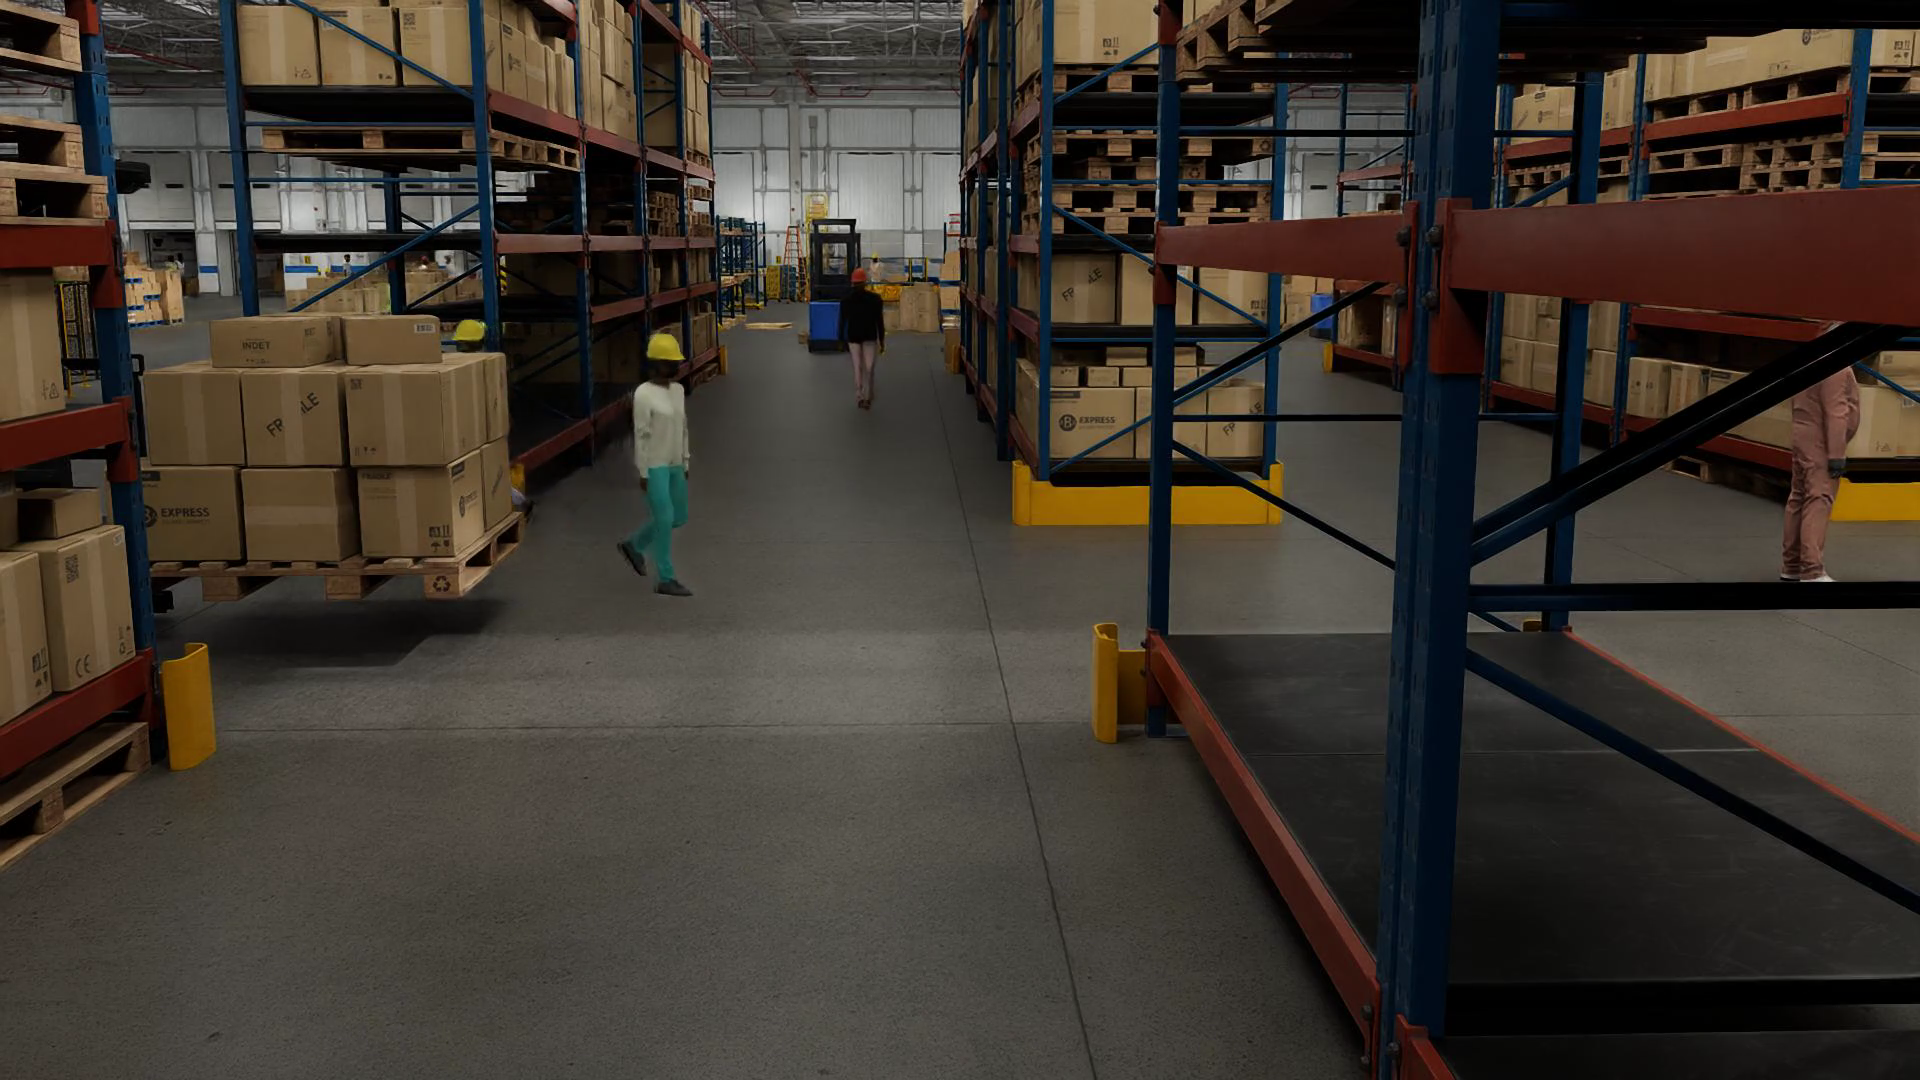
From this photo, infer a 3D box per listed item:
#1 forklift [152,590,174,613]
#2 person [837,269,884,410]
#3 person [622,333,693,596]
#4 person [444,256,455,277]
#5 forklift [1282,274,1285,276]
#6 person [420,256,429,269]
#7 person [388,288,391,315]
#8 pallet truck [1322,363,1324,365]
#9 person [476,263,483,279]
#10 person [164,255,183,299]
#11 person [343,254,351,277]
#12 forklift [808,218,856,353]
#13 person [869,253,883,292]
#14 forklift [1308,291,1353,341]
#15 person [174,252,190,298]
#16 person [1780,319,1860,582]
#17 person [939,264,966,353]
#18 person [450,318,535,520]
[{"bbox_3d":[-5.858,-0.811,9.639,1.873,2.768,1.129,-1,10,-3],"label":"forklift"},{"bbox_3d":[-1.404,-2.790,23.224,0.650,1.952,0.942,1,10,6],"label":"person"},{"bbox_3d":[-2.044,-0.503,11.084,0.558,1.750,0.531,5,11,25],"label":"person"},{"bbox_3d":[-17.386,-8.778,56.808,1.035,1.889,0.643,-5,11,-27],"label":"person"},{"bbox_3d":[11.862,-10.074,61.240,1.873,2.768,1.129,-1,10,-5],"label":"forklift"},{"bbox_3d":[-17.794,-8.521,55.406,0.395,1.884,0.578,-3,11,-17],"label":"person"},{"bbox_3d":[-12.637,-5.159,37.297,0.541,1.649,0.893,9,14,41],"label":"person"},{"bbox_3d":[7.712,-4.157,30.737,1.885,1.965,0.823,3,11,16],"label":"pallet truck"},{"bbox_3d":[-16.742,-9.122,58.627,0.584,1.921,0.393,-6,12,-29],"label":"person"},{"bbox_3d":[-32.370,-10.790,68.212,0.864,1.816,0.629,1,10,8],"label":"person"},{"bbox_3d":[-23.481,-10.034,63.864,0.354,1.862,0.541,-1,10,-5],"label":"person"},{"bbox_3d":[-2.650,-5.405,35.232,1.129,2.768,1.873,0,10,-2],"label":"forklift"},{"bbox_3d":[-3.279,-10.087,64.029,0.613,1.893,0.770,5,11,27],"label":"person"},{"bbox_3d":[9.315,-6.138,39.313,1.873,2.768,1.129,0,10,-2],"label":"forklift"},{"bbox_3d":[-32.447,-10.998,69.120,0.625,1.899,0.606,2,10,9],"label":"person"},{"bbox_3d":[5.859,-0.614,11.277,0.406,1.902,0.638,1,10,6],"label":"person"},{"bbox_3d":[0.007,-4.773,34.469,0.942,1.891,0.652,2,10,12],"label":"person"},{"bbox_3d":[-3.688,-0.859,13.029,0.520,1.751,0.531,-3,11,-16],"label":"person"}]
